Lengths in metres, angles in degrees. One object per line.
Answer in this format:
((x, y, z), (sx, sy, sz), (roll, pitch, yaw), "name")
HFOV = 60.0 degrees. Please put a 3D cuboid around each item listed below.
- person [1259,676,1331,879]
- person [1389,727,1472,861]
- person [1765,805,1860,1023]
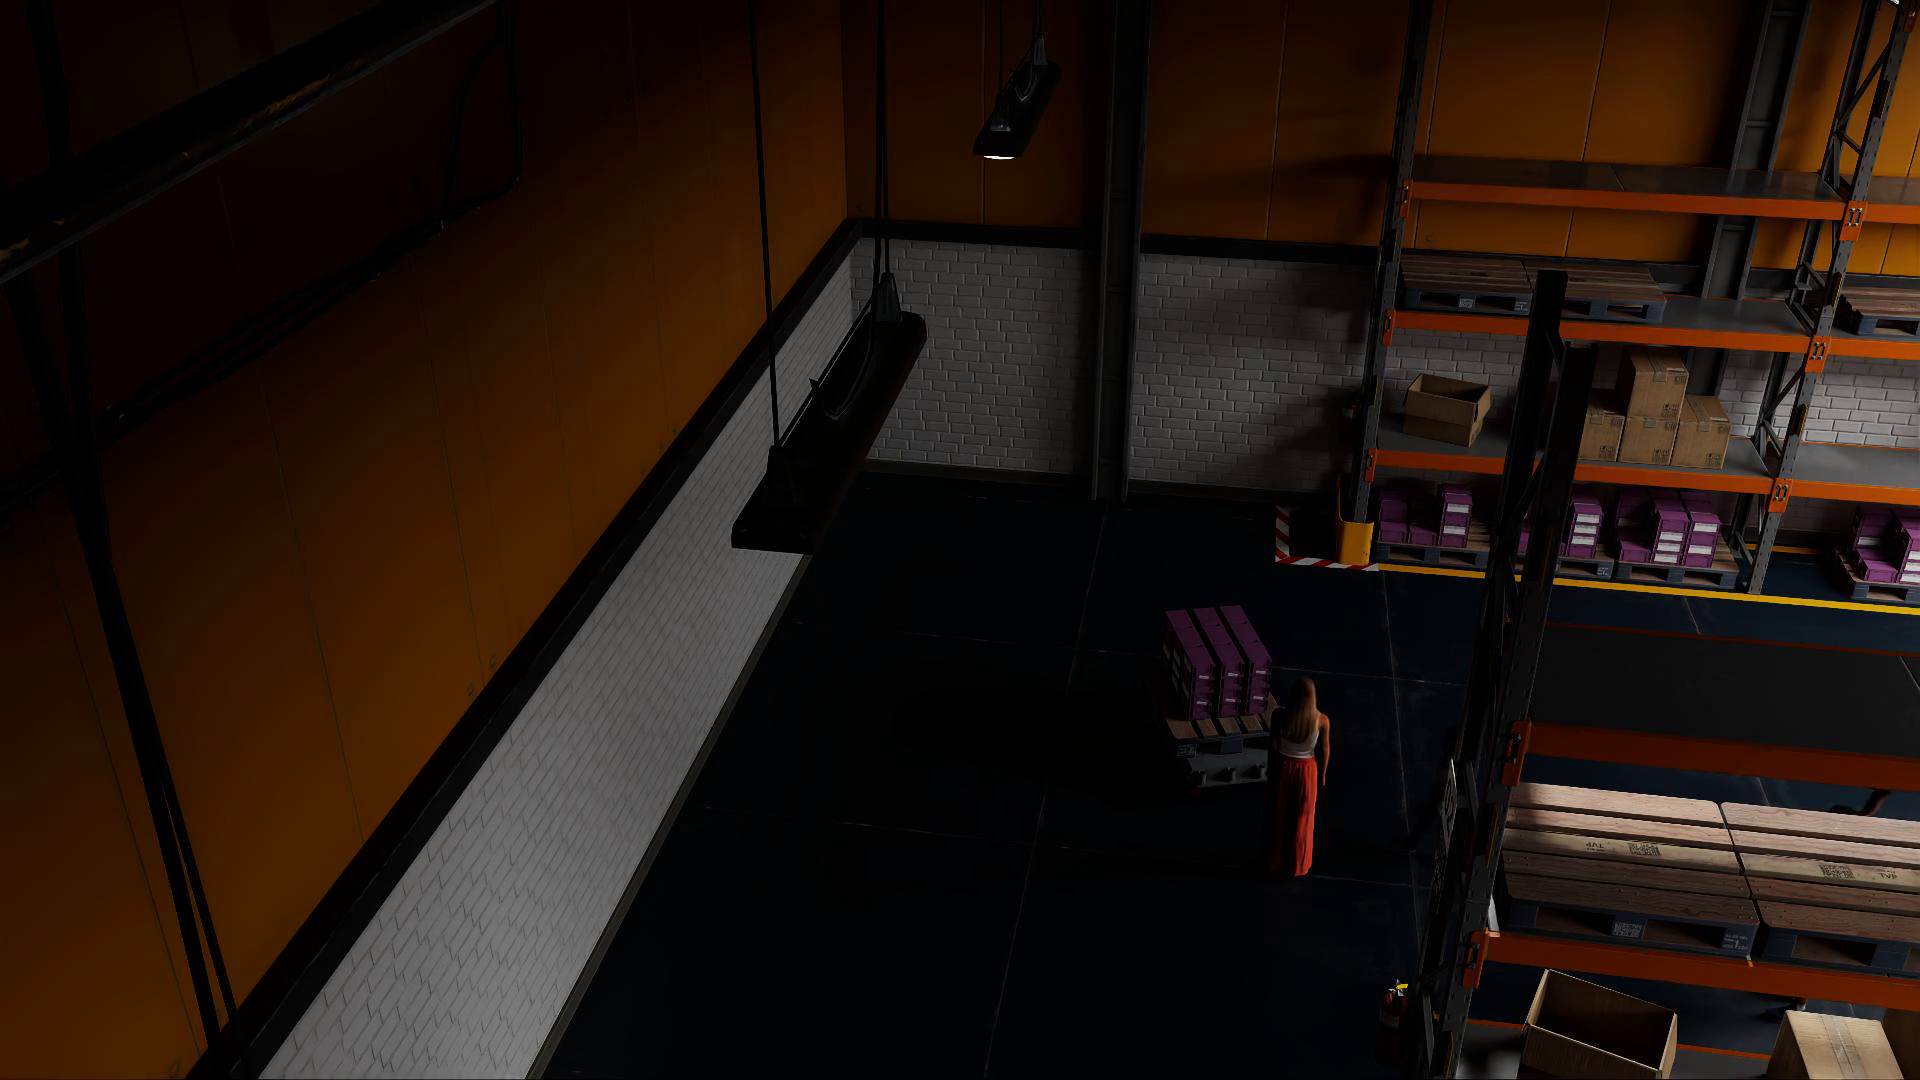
((2.565, 1.822, 12.785), (0.561, 1.801, 0.717), (9, 30, 17), "person")
((3.895, 2.013, 13.036), (0.919, 1.225, 0.585), (0, 29, 1), "person")
((5.894, 2.562, 11.455), (0.580, 1.776, 0.650), (10, 30, 18), "person")
